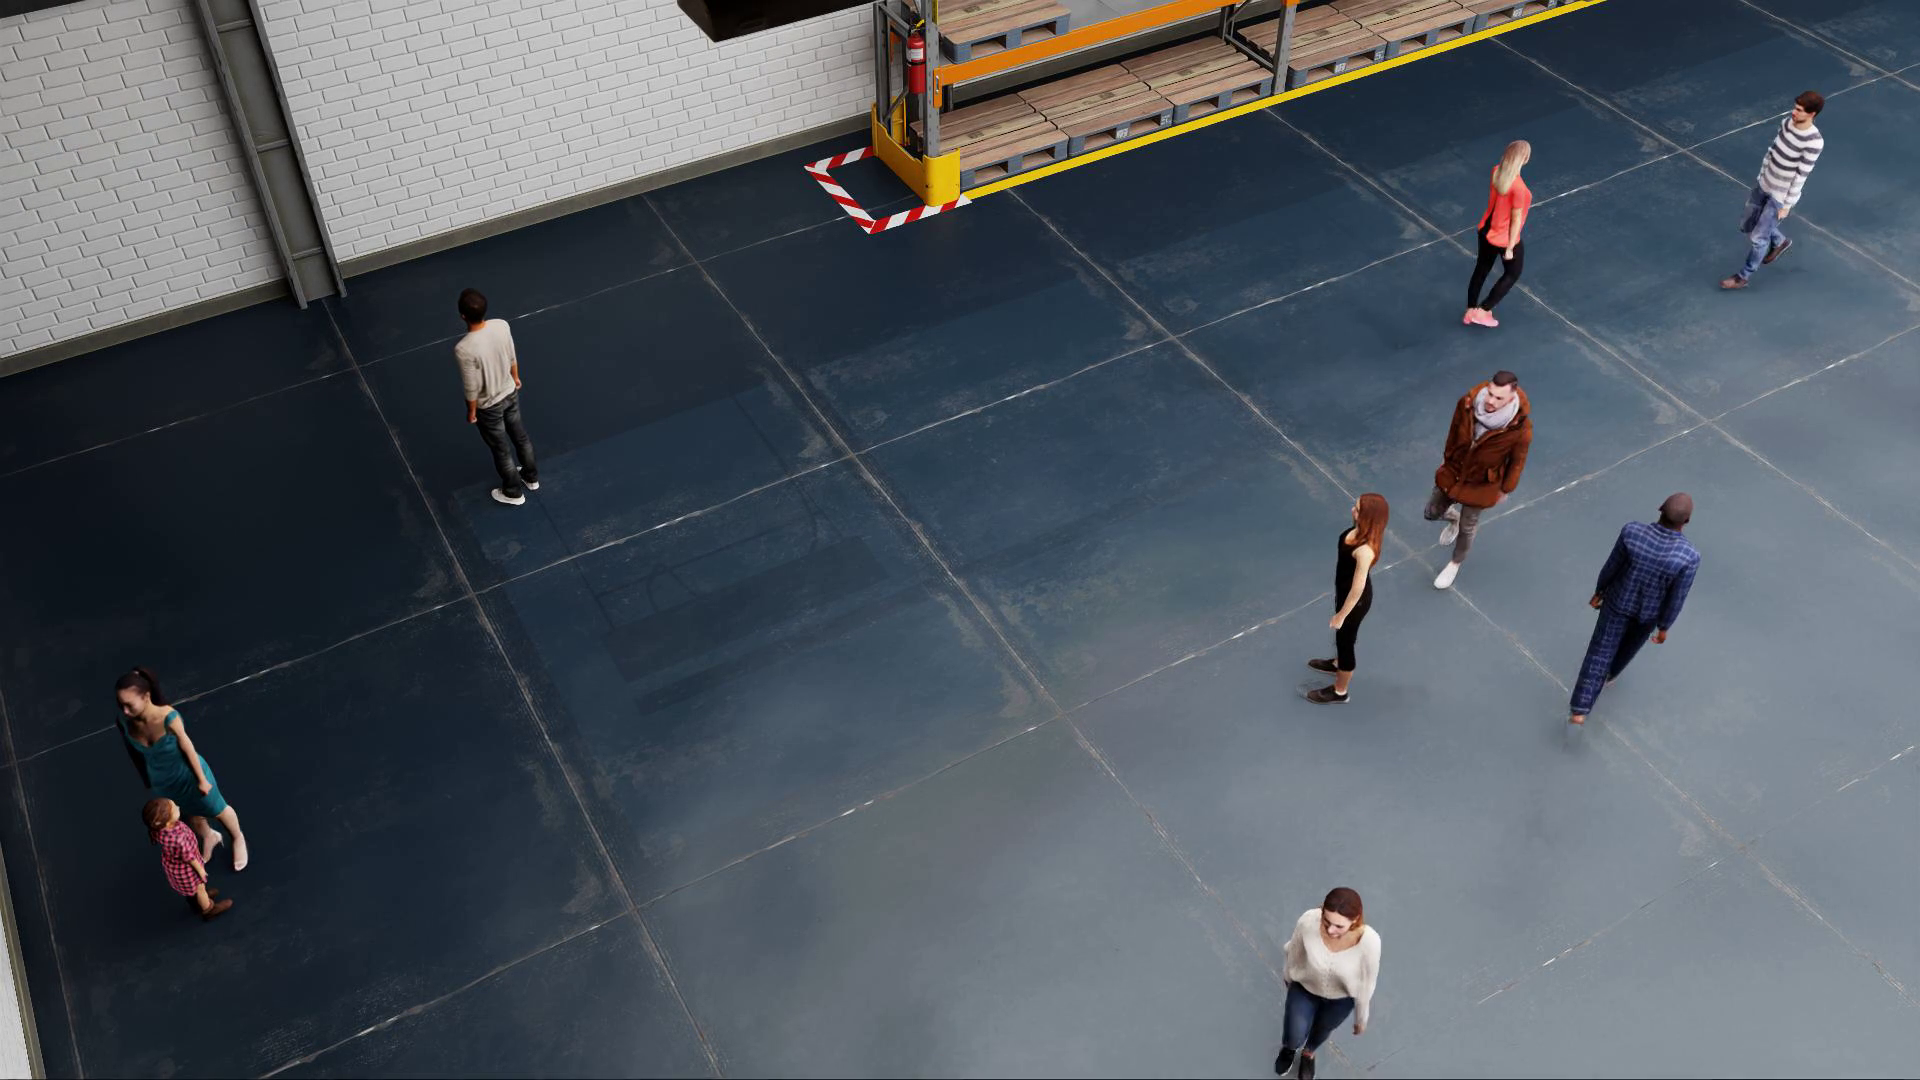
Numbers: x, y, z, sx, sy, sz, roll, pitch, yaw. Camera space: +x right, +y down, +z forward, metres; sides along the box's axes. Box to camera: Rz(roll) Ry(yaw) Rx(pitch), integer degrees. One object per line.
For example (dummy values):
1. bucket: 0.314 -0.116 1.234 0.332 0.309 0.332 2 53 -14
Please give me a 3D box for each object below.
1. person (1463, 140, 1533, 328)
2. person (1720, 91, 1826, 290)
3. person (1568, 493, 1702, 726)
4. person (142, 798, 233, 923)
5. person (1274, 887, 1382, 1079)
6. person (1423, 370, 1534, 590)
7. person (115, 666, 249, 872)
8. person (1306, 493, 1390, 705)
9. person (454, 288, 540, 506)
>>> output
1. person: 4.268 -2.428 13.394 0.637 1.687 0.668 -13 45 -13
2. person: 6.859 -2.894 13.780 0.990 1.829 0.822 -7 44 -7
3. person: 4.141 0.447 10.302 0.997 1.790 1.208 24 49 23
4. person: -4.419 1.807 9.431 0.490 1.021 0.525 24 49 23
5. person: 1.875 2.230 8.511 0.731 1.678 0.784 12 45 12
6. person: 3.504 -0.476 11.245 0.895 1.824 0.829 -35 53 -31
7. person: -4.434 1.330 9.451 0.591 1.685 0.687 2 44 2
8. person: 2.478 0.359 10.441 0.707 1.726 0.651 10 45 10
9. person: -3.296 -1.016 11.821 0.790 1.812 0.655 24 48 23
